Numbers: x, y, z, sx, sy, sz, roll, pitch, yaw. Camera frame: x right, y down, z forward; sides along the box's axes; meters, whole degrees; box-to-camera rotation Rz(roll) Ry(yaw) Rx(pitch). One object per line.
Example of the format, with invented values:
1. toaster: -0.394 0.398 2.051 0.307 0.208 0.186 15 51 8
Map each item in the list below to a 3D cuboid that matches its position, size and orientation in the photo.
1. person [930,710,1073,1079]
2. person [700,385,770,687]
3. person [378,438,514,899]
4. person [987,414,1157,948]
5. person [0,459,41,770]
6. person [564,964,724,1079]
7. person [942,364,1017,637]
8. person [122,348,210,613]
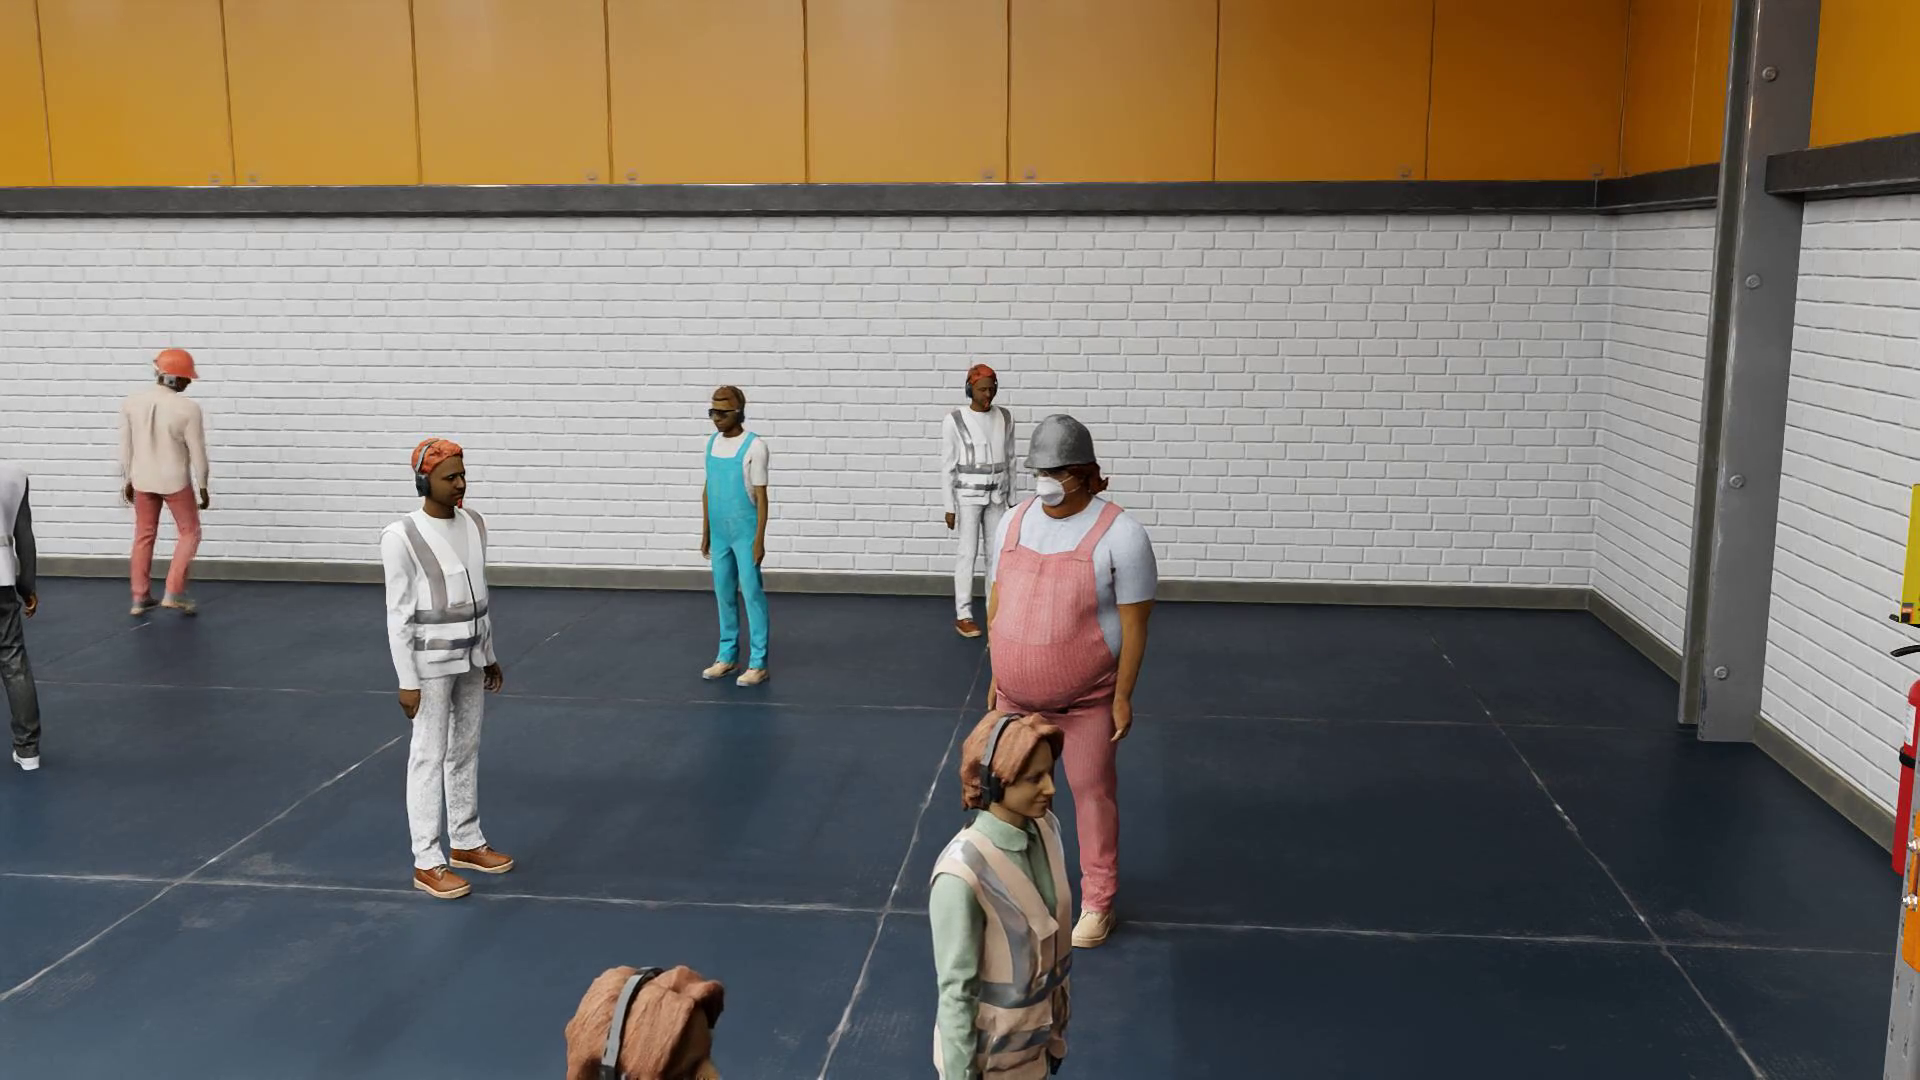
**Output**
1. person: 0.095 1.183 3.790 0.310 1.638 0.522 5 11 26
2. person: -1.380 -0.030 10.169 0.509 1.838 0.330 7 12 34
3. person: -2.121 0.519 6.894 0.350 1.882 0.583 4 11 22
4. person: 0.369 0.533 6.363 0.683 2.000 0.537 6 12 31
5. person: -4.915 0.253 8.317 0.373 1.917 0.594 7 12 36
6. person: -0.466 1.412 2.481 0.315 1.637 0.514 2 10 10
7. person: 0.143 -0.270 11.436 0.583 1.879 0.365 -6 12 -31
8. person: -5.774 -0.409 12.040 0.658 1.949 0.476 1 10 4
